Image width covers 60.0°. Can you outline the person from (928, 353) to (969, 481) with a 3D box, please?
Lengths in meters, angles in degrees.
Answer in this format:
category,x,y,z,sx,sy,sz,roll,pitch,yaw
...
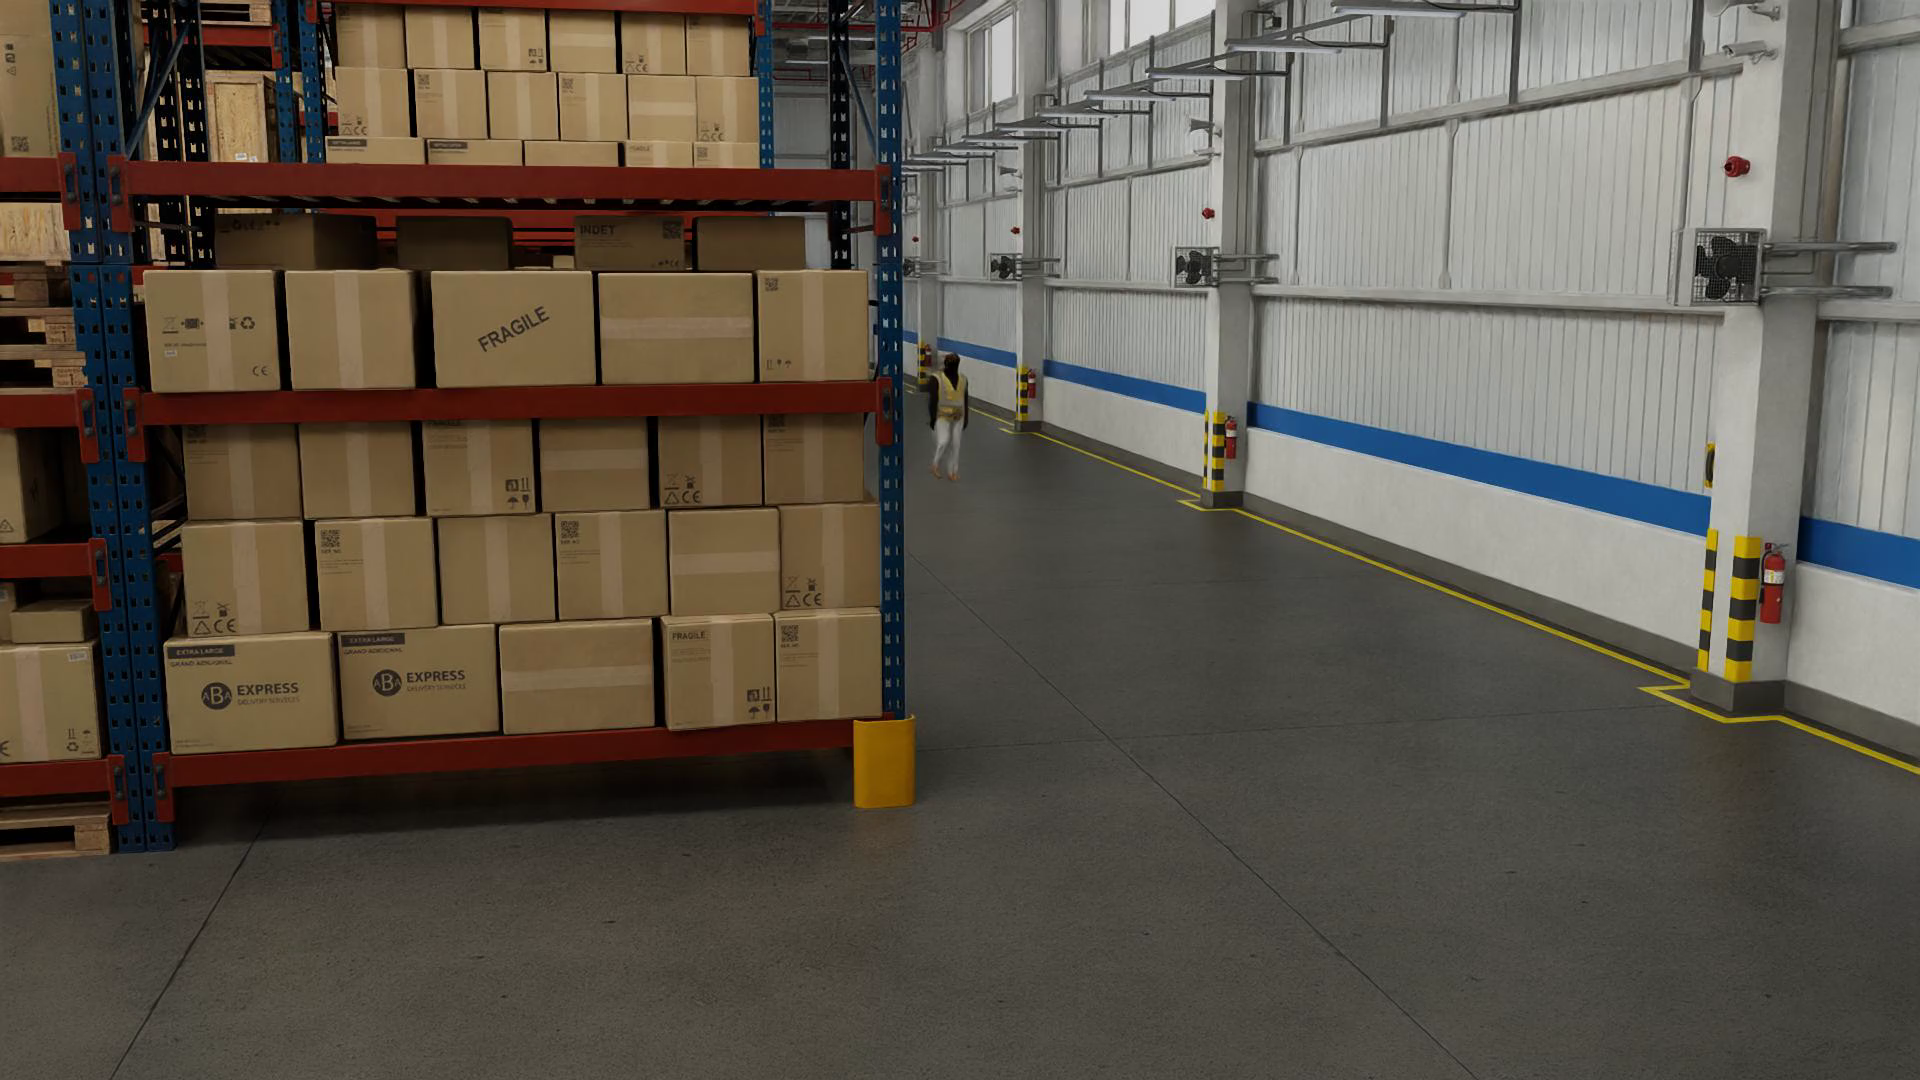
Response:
category,x,y,z,sx,sy,sz,roll,pitch,yaw
person,-0.141,-1.736,23.584,0.643,1.828,0.442,-6,11,-31

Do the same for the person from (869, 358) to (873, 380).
category,x,y,z,sx,sy,sz,roll,pitch,yaw
person,-1.677,-2.329,26.718,0.642,1.975,0.510,-4,10,-23
